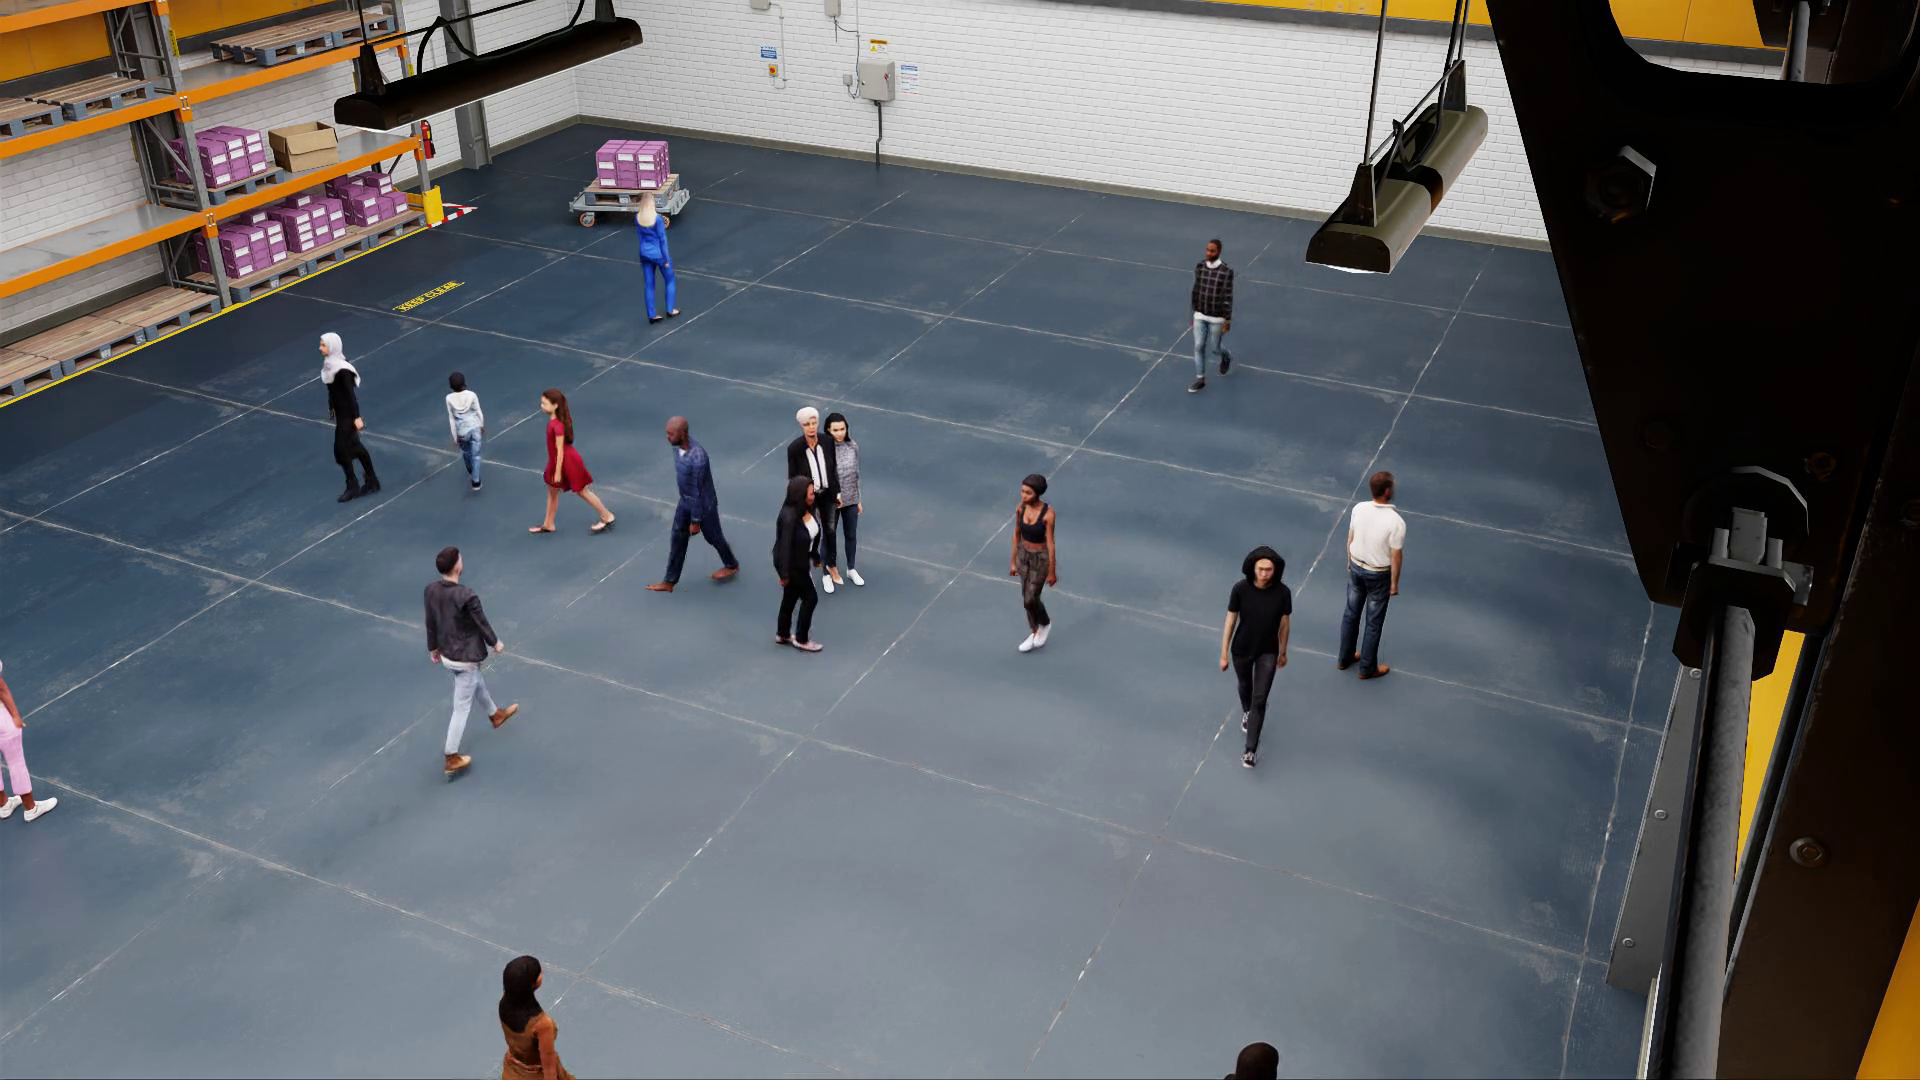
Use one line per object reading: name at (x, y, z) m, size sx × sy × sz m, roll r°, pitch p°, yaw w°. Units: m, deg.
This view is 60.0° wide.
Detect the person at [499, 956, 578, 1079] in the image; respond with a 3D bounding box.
person at (-2.373, 3.002, 9.077) m, size 0.663 × 1.672 × 0.760 m, roll 19°, pitch 34°, yaw 31°

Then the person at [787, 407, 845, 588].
person at (-1.249, -0.379, 14.899) m, size 0.825 × 1.781 × 0.798 m, roll -11°, pitch 30°, yaw -19°

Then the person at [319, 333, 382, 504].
person at (-6.117, -1.269, 16.812) m, size 0.837 × 1.763 × 0.776 m, roll -22°, pitch 35°, yaw -34°

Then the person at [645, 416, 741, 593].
person at (-2.318, -0.339, 15.127) m, size 1.302 × 1.745 × 1.047 m, roll -20°, pitch 35°, yaw -32°

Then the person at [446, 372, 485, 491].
person at (-5.048, -1.101, 17.062) m, size 0.792 × 1.229 × 0.929 m, roll -6°, pitch 29°, yaw -10°

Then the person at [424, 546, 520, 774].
person at (-3.863, 0.949, 12.712) m, size 0.721 × 1.796 × 1.166 m, roll 15°, pitch 32°, yaw 25°

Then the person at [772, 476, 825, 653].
person at (-1.502, 0.202, 14.306) m, size 0.841 × 1.582 × 0.740 m, roll 5°, pitch 29°, yaw 8°

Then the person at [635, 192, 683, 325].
person at (-3.926, -3.537, 21.048) m, size 0.636 × 1.689 × 0.686 m, roll 12°, pitch 31°, yaw 21°

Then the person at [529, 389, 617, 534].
person at (-3.739, -0.745, 16.114) m, size 1.065 × 1.513 × 1.016 m, roll -9°, pitch 30°, yaw -17°

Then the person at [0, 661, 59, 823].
person at (-7.076, 1.293, 12.143) m, size 0.617 × 1.737 × 0.591 m, roll 6°, pitch 29°, yaw 10°

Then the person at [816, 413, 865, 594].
person at (-1.107, -0.368, 15.192) m, size 0.660 × 1.733 × 0.746 m, roll -13°, pitch 31°, yaw -23°

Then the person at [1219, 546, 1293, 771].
person at (2.306, 0.812, 12.971) m, size 0.826 × 1.789 × 1.206 m, roll 7°, pitch 29°, yaw 12°

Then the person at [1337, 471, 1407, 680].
person at (3.414, 0.286, 13.870) m, size 0.722 × 1.851 × 0.738 m, roll -22°, pitch 35°, yaw -34°

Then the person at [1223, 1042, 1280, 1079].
person at (1.473, 3.251, 8.652) m, size 0.663 × 1.642 × 0.656 m, roll -18°, pitch 33°, yaw -30°

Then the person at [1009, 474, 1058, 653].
person at (0.701, 0.175, 14.243) m, size 0.691 × 1.689 × 0.725 m, roll 24°, pitch 37°, yaw 37°

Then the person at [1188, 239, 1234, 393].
person at (2.943, -2.630, 19.264) m, size 0.789 × 1.804 × 1.011 m, roll 19°, pitch 34°, yaw 31°
